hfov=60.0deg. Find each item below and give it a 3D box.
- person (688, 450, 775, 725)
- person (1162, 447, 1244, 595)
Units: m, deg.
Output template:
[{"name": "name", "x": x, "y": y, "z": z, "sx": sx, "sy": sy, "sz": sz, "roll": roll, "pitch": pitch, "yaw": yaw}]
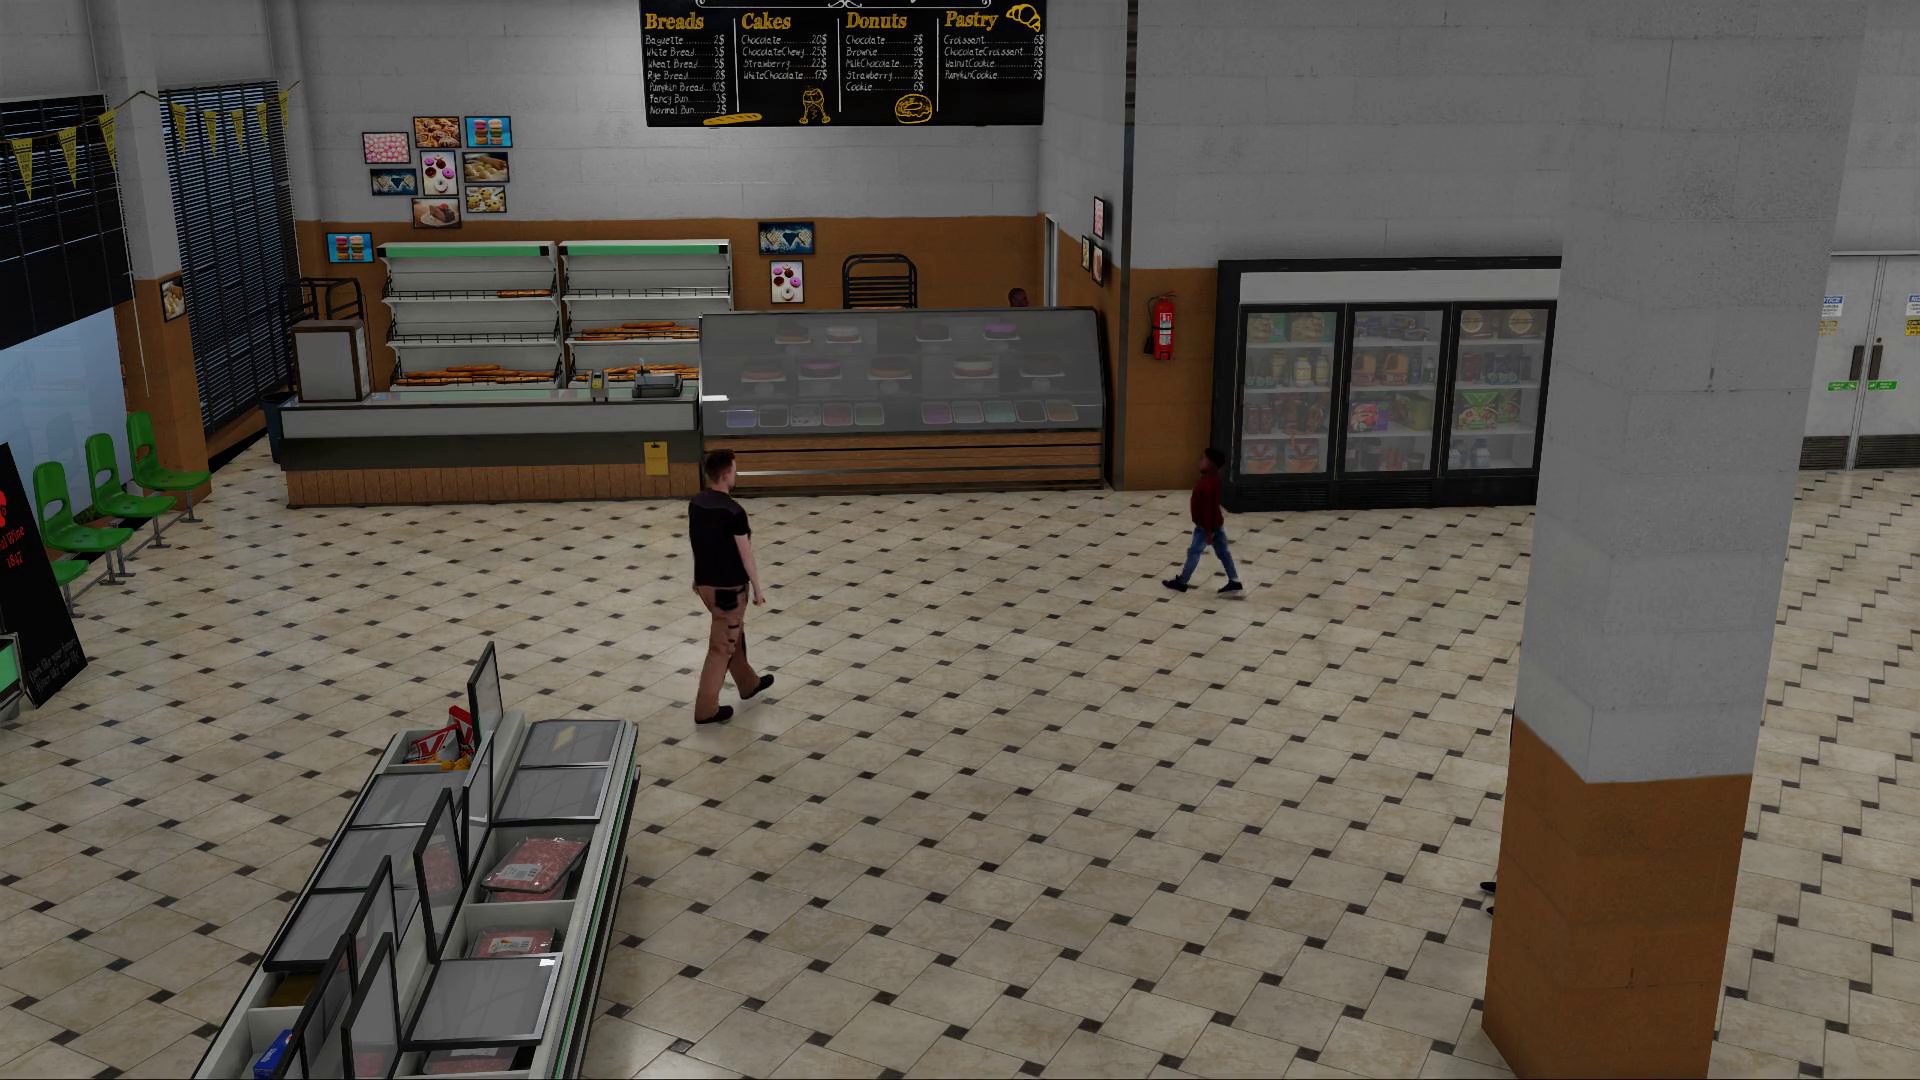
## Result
[{"name": "person", "x": -1.613, "y": 0.330, "z": 10.899, "sx": 1.114, "sy": 1.809, "sz": 1.089, "roll": -16, "pitch": 23, "yaw": -43}, {"name": "person", "x": 2.065, "y": -0.120, "z": 13.377, "sx": 0.836, "sy": 1.231, "sz": 0.893, "roll": 7, "pitch": 18, "yaw": 22}]
